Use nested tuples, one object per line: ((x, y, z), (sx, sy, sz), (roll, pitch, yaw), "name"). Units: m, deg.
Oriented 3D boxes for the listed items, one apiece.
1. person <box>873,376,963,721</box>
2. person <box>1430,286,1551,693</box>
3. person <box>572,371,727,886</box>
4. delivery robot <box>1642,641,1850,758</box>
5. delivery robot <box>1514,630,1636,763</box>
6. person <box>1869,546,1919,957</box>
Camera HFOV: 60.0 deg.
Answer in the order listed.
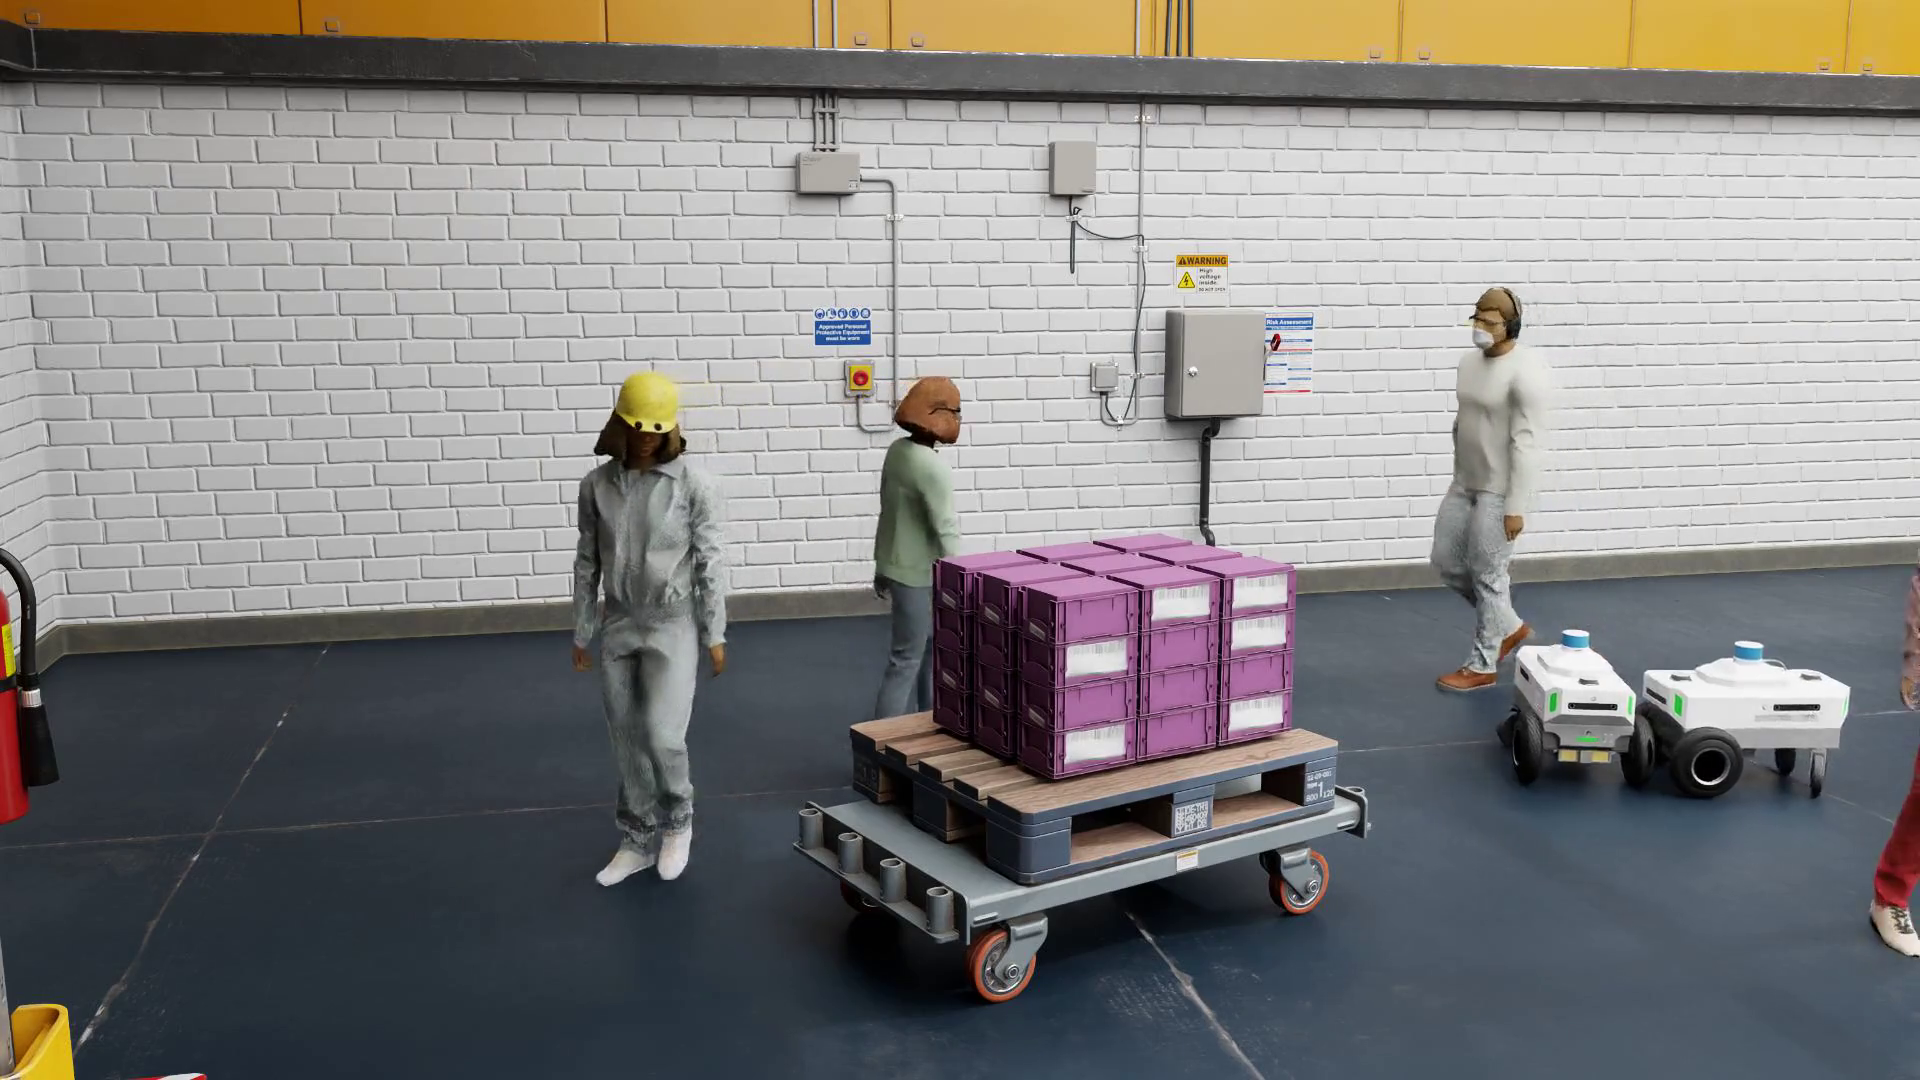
((-0.103, 0.162, 6.504), (0.610, 1.606, 0.541), (-4, 11, -21), "person")
((2.486, -0.219, 7.775), (0.469, 1.923, 0.656), (-3, 11, -14), "person")
((-1.023, 0.307, 5.410), (0.535, 1.716, 0.404), (3, 11, 16), "person")
((3.081, 0.641, 6.535), (0.707, 0.478, 0.477), (0, 10, -1), "delivery robot")
((2.476, 0.607, 6.726), (0.477, 0.478, 0.707), (1, 10, 8), "delivery robot")
((3.056, 0.406, 4.860), (0.553, 1.726, 0.347), (6, 12, 29), "person")
